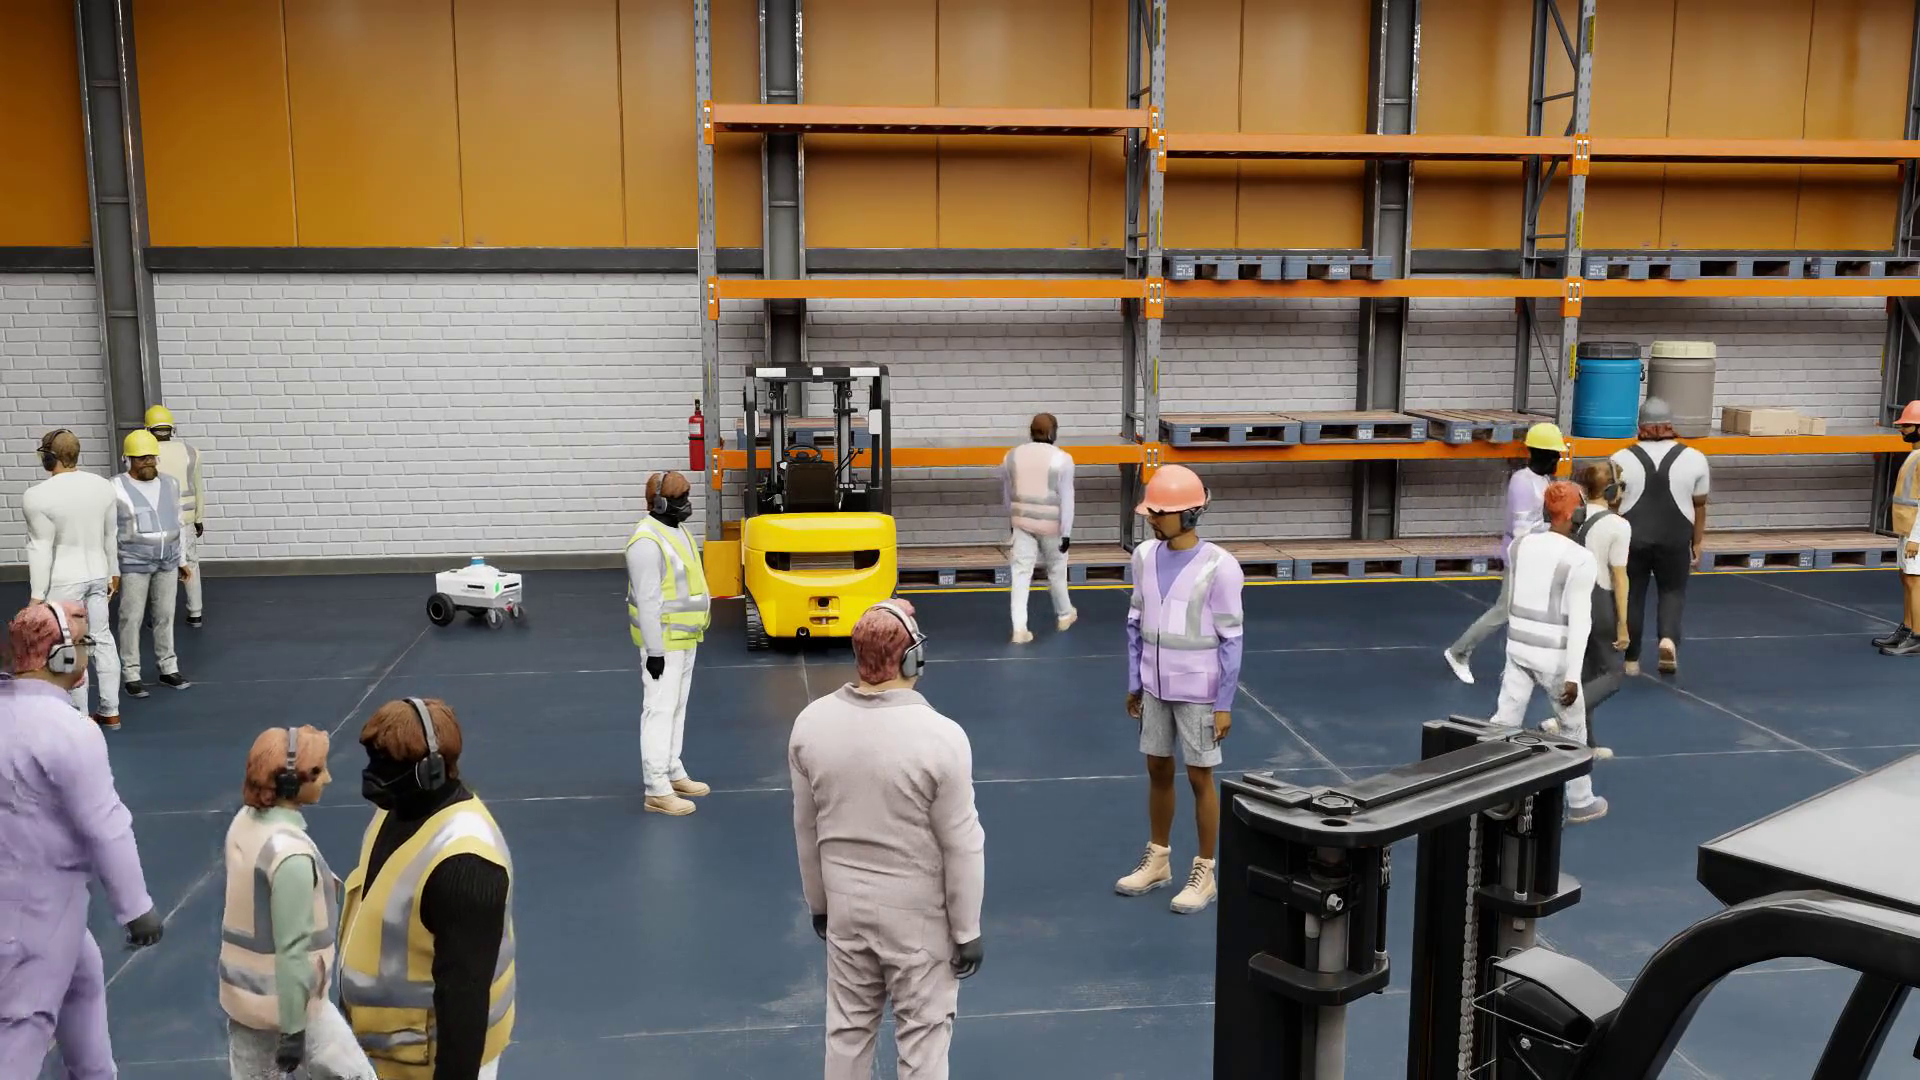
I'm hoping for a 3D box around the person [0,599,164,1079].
[{"bbox_3d":[-2.838,1.120,5.294,0.658,1.864,0.850,7,11,37],"label":"person"}]

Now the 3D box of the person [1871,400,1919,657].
[{"bbox_3d":[7.180,-0.083,12.557,0.356,1.939,0.543,3,10,20],"label":"person"}]

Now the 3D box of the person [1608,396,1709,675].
[{"bbox_3d":[4.940,-0.025,11.879,0.694,2.000,0.619,3,10,20],"label":"person"}]

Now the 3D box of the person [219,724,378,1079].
[{"bbox_3d":[-1.904,1.318,4.816,0.558,1.619,0.532,-9,13,-44],"label":"person"}]

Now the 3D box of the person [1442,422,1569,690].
[{"bbox_3d":[3.864,0.115,11.517,0.947,1.890,0.597,7,12,38],"label":"person"}]

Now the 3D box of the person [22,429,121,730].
[{"bbox_3d":[-5.502,0.277,10.314,0.372,1.940,0.631,3,10,19],"label":"person"}]

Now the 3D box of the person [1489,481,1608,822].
[{"bbox_3d":[2.987,0.610,8.595,0.980,1.842,0.576,-5,11,-30],"label":"person"}]

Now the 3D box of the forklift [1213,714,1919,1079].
[{"bbox_3d":[1.441,1.425,2.350,1.214,2.155,2.313,-7,12,-39],"label":"forklift"}]

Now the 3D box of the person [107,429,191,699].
[{"bbox_3d":[-5.567,0.152,11.416,0.404,1.833,0.592,6,11,34],"label":"person"}]

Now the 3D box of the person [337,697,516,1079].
[{"bbox_3d":[-1.361,1.298,4.281,0.428,1.840,0.634,-6,11,-32],"label":"person"}]

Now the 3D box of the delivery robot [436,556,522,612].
[{"bbox_3d":[-3.952,0.379,13.668,0.707,0.478,0.477,4,10,26],"label":"delivery robot"}]

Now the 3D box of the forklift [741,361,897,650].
[{"bbox_3d":[-1.154,-0.340,13.365,1.214,2.155,2.313,-1,9,-7],"label":"forklift"}]

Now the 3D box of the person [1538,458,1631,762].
[{"bbox_3d":[3.619,0.439,9.639,0.543,1.827,0.529,-4,10,-22],"label":"person"}]

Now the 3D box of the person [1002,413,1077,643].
[{"bbox_3d":[0.644,-0.112,13.192,0.636,1.790,0.955,4,10,24],"label":"person"}]

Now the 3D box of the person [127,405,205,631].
[{"bbox_3d":[-6.409,-0.172,13.440,0.403,1.833,0.586,9,12,43],"label":"person"}]

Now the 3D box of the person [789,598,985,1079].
[{"bbox_3d":[-0.199,1.123,5.115,0.641,1.913,0.408,5,10,29],"label":"person"}]

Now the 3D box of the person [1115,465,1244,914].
[{"bbox_3d":[0.980,0.672,7.540,0.400,2.036,0.610,-8,12,-42],"label":"person"}]

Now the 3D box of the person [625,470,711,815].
[{"bbox_3d":[-1.557,0.540,8.973,0.429,1.842,0.635,1,9,7],"label":"person"}]
